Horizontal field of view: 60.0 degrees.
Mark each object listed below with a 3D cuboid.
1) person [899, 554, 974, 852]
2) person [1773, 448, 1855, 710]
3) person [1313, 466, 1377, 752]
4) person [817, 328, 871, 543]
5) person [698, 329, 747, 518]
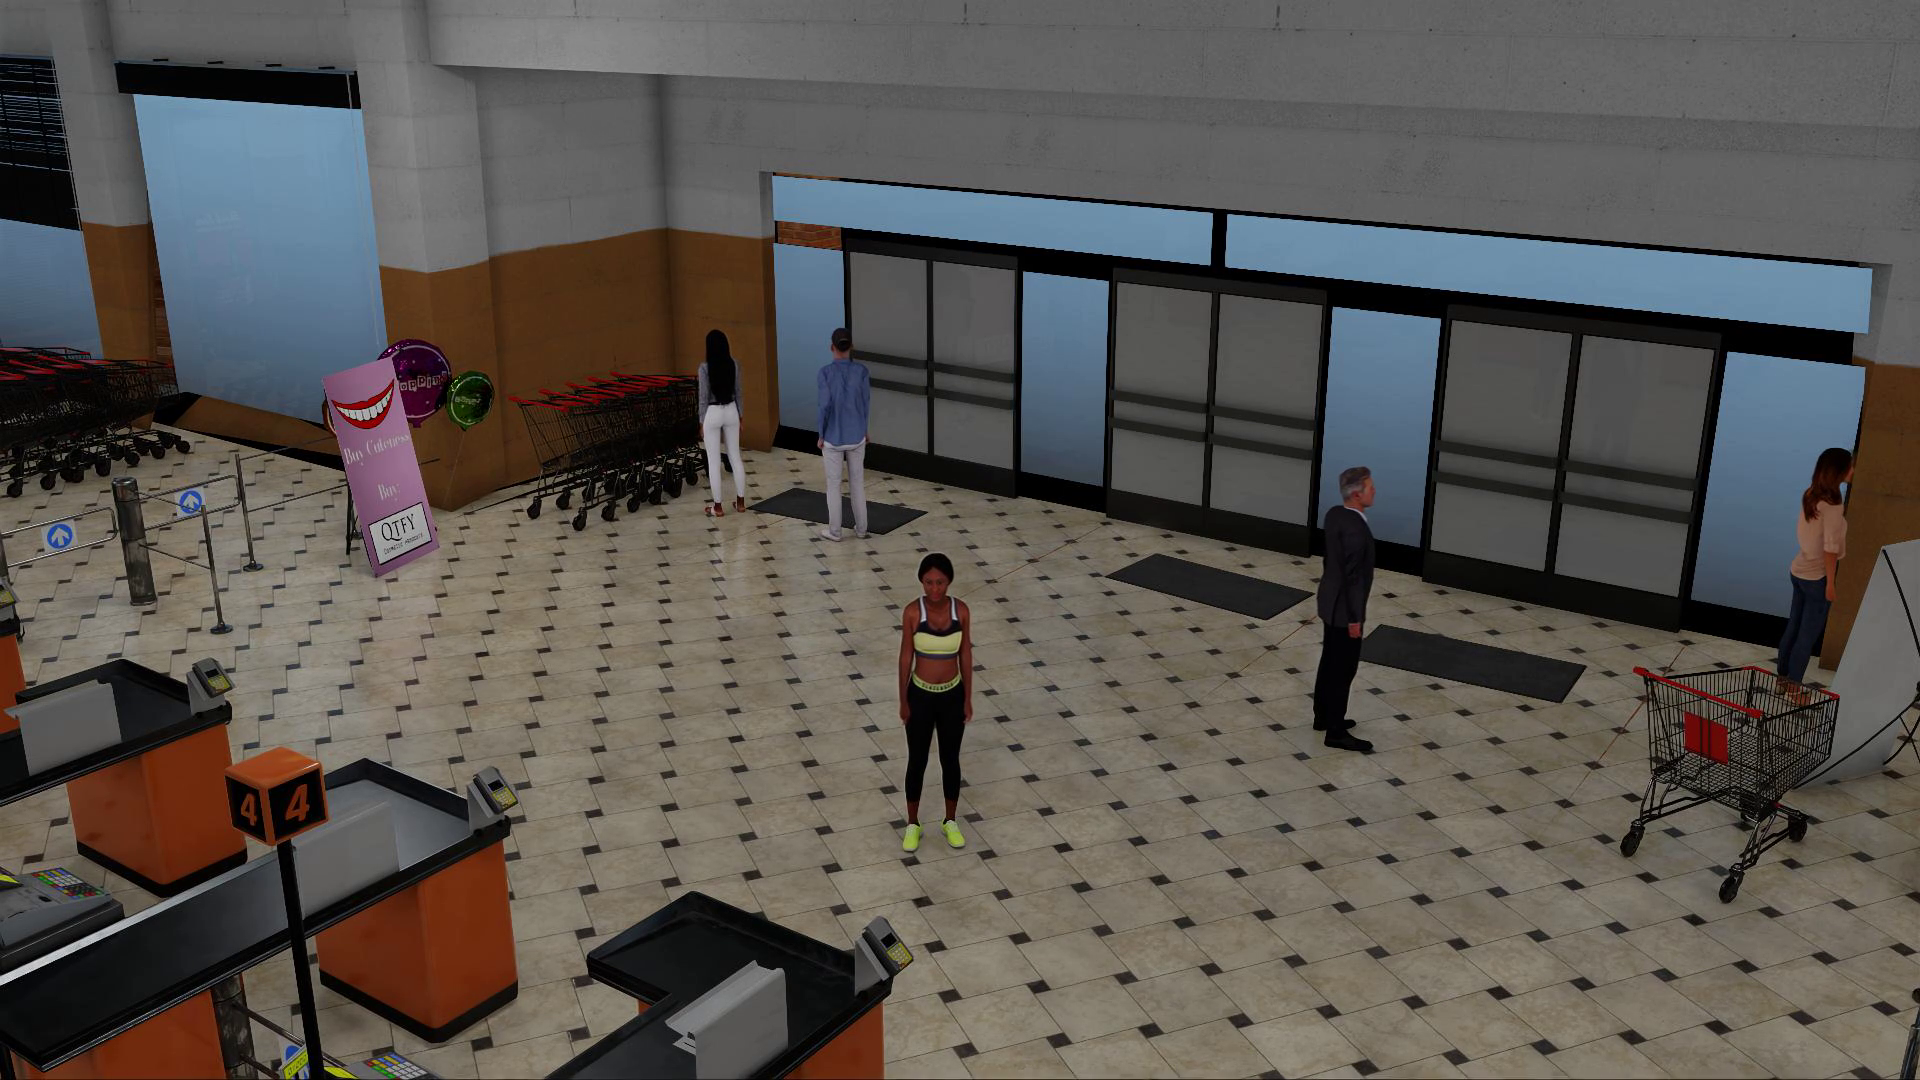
[{"bbox_3d":[-0.135,0.896,9.297,0.639,1.753,0.692,-3,19,-8],"label":"person"},{"bbox_3d":[5.731,0.242,11.173,0.727,1.792,0.618,2,19,5],"label":"person"},{"bbox_3d":[2.458,0.408,10.605,0.861,1.841,0.767,-1,19,-2],"label":"person"},{"bbox_3d":[-1.016,-0.916,14.459,0.682,1.888,0.802,-8,20,-24],"label":"person"},{"bbox_3d":[-2.189,-1.079,15.198,0.571,1.724,0.720,-12,22,-31],"label":"person"}]
